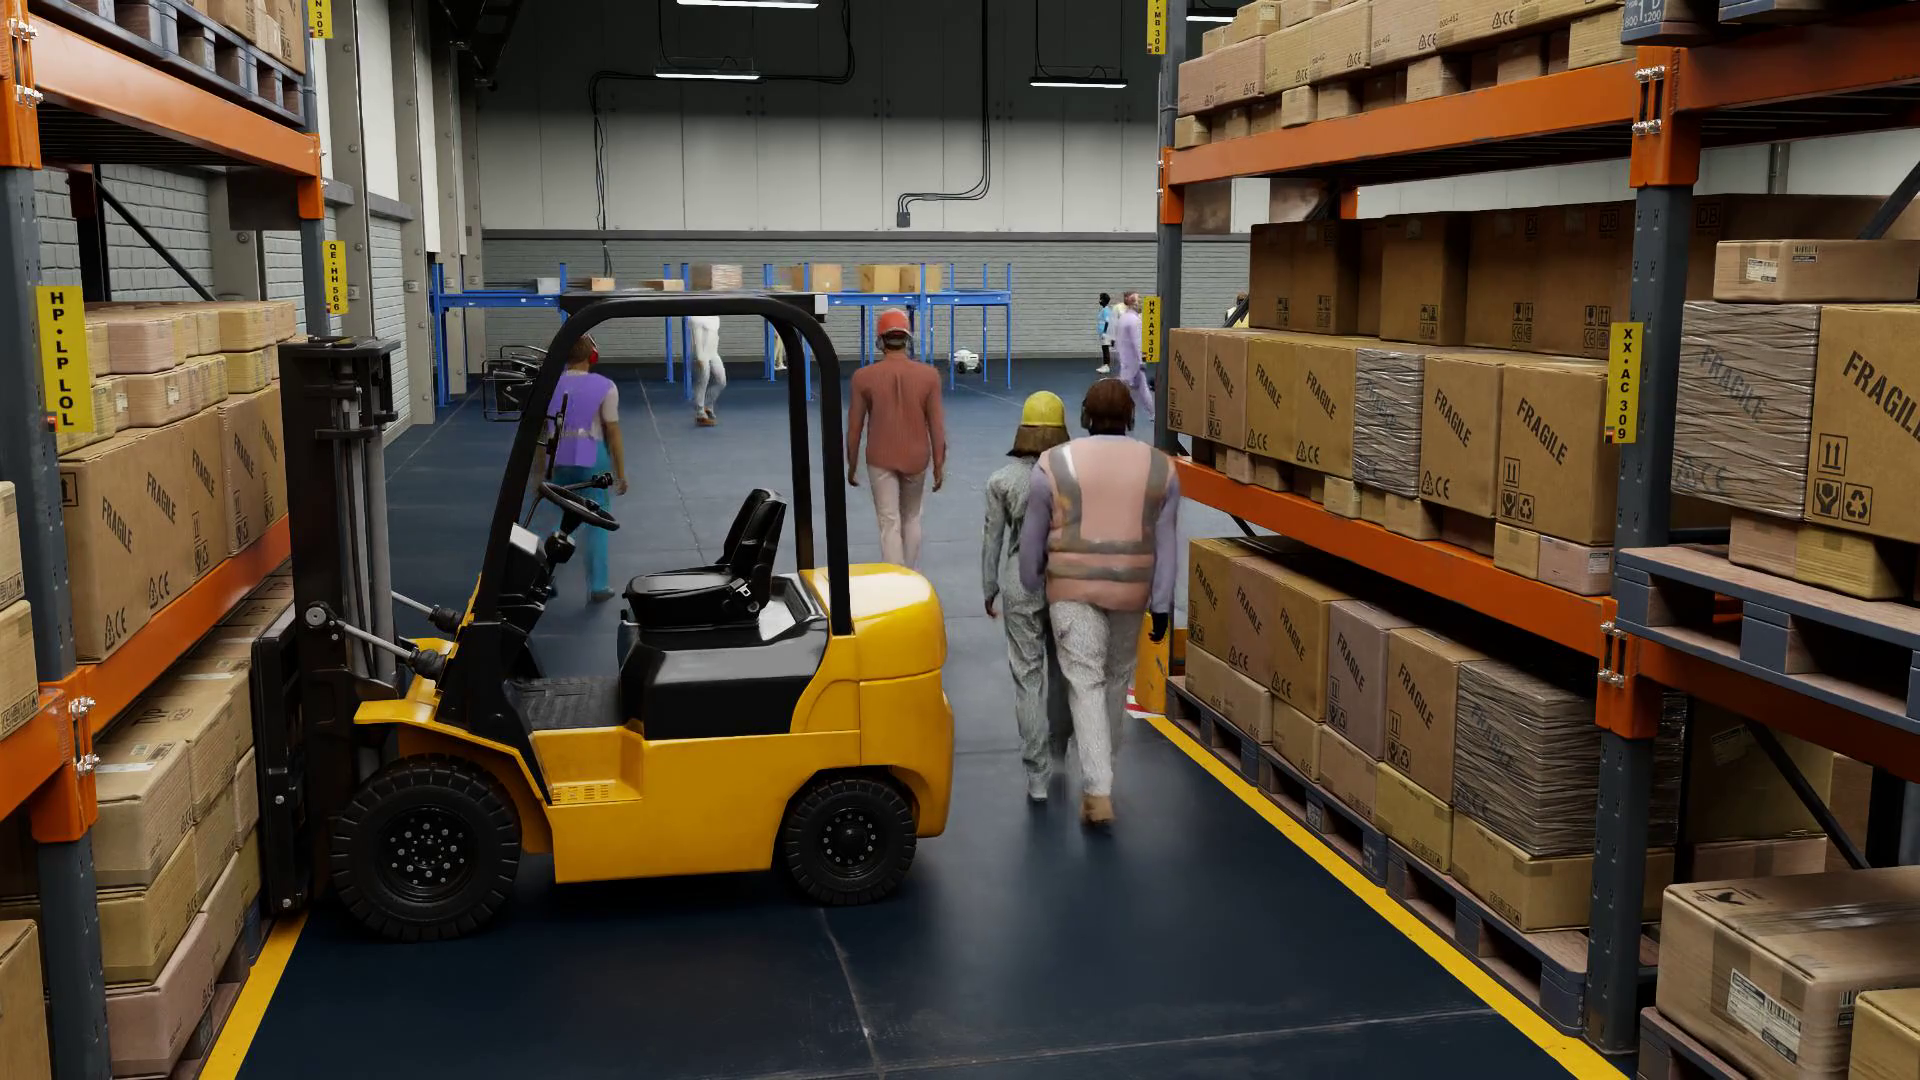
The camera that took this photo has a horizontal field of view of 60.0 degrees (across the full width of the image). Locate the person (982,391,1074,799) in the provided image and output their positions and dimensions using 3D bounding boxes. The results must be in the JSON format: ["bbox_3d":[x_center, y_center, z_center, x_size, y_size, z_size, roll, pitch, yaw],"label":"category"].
[{"bbox_3d":[0.350,0.207,7.262,0.507,1.703,0.830,0,9,0],"label":"person"}]

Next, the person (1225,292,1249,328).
[{"bbox_3d":[4.666,-3.181,27.563,0.622,1.838,0.429,2,10,13],"label":"person"}]

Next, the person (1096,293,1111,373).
[{"bbox_3d":[3.093,-4.441,35.662,0.318,1.697,0.534,0,9,-2],"label":"person"}]

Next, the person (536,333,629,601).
[{"bbox_3d":[-2.562,-0.475,11.113,0.602,1.821,0.579,3,10,16],"label":"person"}]

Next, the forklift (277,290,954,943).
[{"bbox_3d":[-1.179,0.175,6.143,2.313,2.155,1.214,-2,10,-12],"label":"forklift"}]

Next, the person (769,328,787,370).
[{"bbox_3d":[-4.008,-4.585,36.792,0.419,1.641,0.519,2,10,14],"label":"person"}]

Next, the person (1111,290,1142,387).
[{"bbox_3d":[3.213,-3.766,31.171,0.661,1.814,0.784,-4,10,-24],"label":"person"}]

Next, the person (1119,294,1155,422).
[{"bbox_3d":[2.585,-2.597,23.915,0.959,1.856,0.673,0,9,-3],"label":"person"}]

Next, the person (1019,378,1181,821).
[{"bbox_3d":[0.577,0.226,6.939,0.633,1.801,0.956,-1,9,-8],"label":"person"}]

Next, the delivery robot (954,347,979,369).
[{"bbox_3d":[0.090,-3.891,35.626,0.477,0.478,0.707,-6,11,-32],"label":"delivery robot"}]

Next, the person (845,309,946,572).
[{"bbox_3d":[-0.446,-0.529,10.982,0.634,1.957,0.913,-2,10,-12],"label":"person"}]

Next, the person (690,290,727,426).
[{"bbox_3d":[-3.597,-2.591,23.709,0.443,1.925,0.645,5,10,27],"label":"person"}]
